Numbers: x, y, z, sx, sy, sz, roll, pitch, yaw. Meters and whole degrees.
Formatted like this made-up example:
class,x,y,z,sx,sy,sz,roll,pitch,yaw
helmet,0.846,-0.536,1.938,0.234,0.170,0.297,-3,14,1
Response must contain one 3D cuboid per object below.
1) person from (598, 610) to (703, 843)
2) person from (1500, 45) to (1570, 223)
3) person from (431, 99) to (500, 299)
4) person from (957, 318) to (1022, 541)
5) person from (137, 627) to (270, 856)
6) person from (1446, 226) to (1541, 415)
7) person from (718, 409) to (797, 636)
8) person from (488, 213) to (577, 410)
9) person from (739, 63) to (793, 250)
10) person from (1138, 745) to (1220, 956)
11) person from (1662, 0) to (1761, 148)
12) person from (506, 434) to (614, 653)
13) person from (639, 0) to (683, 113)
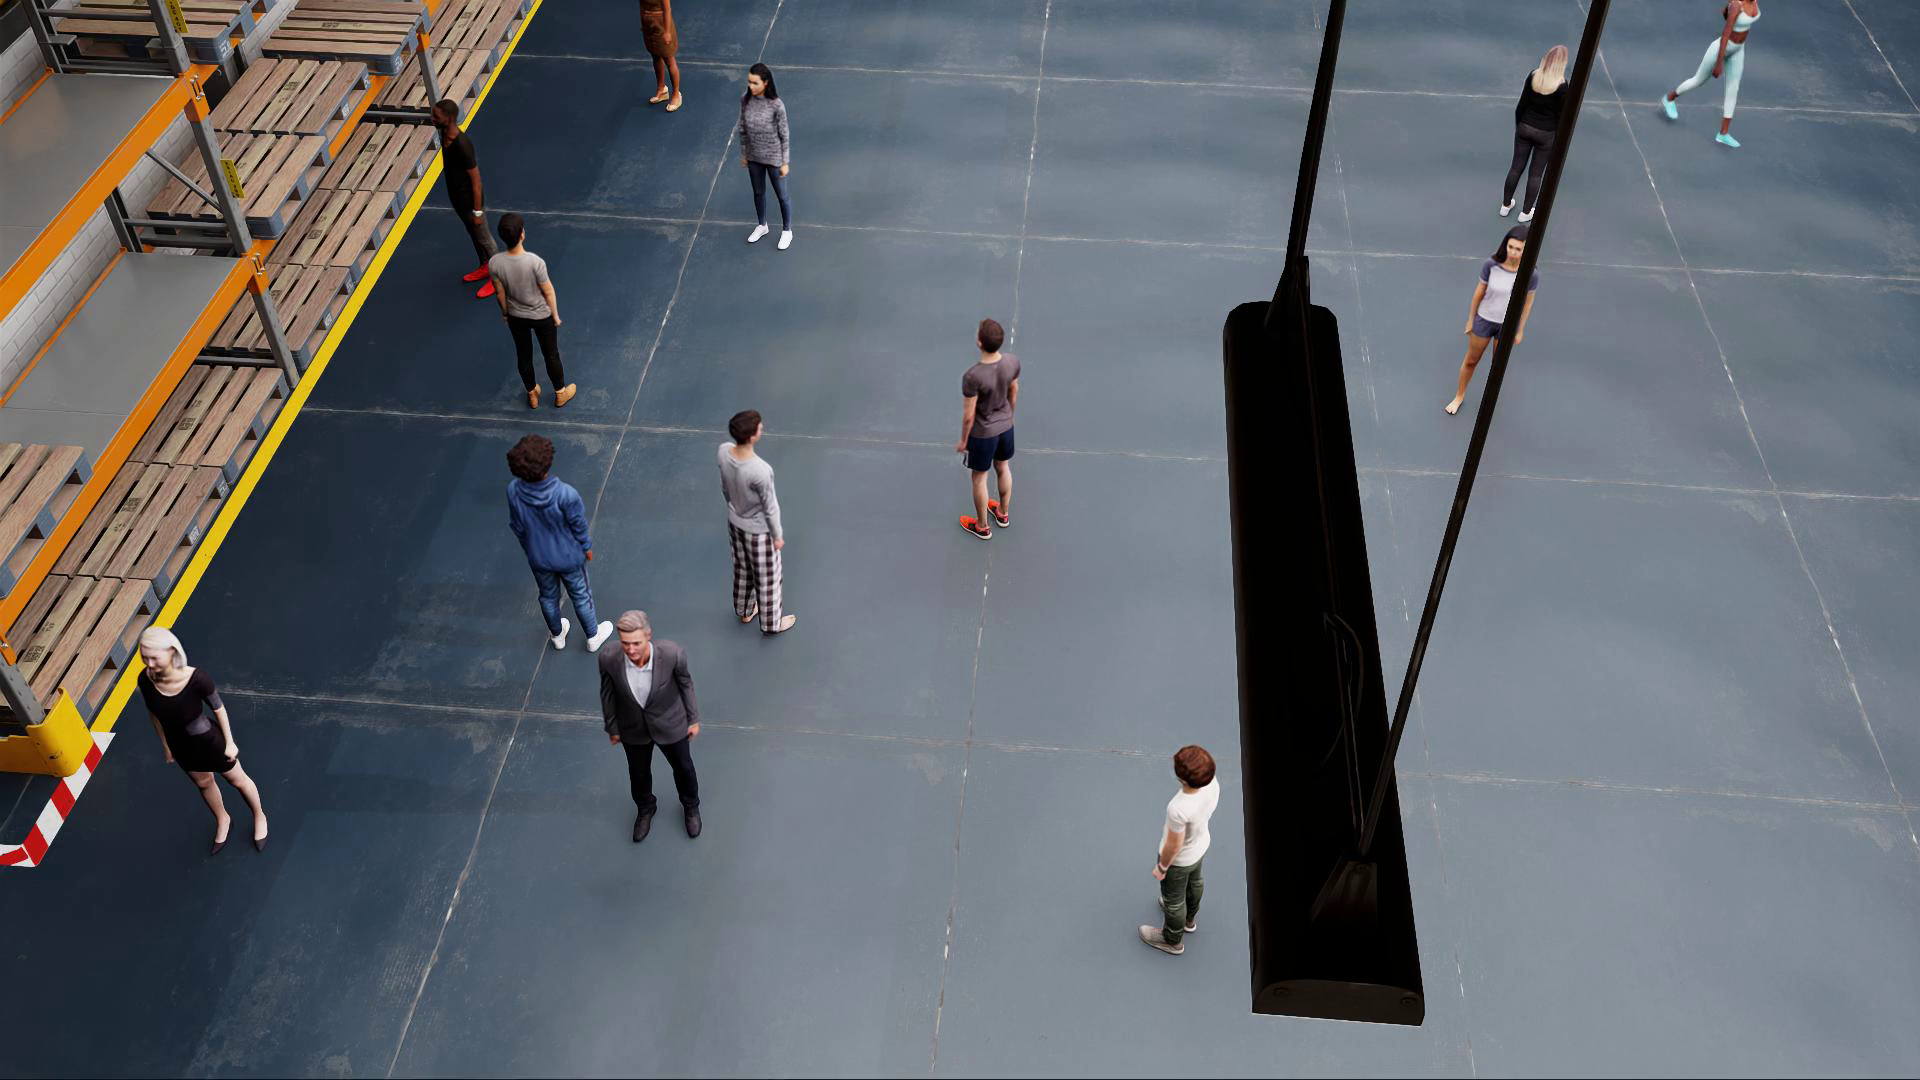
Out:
class,x,y,z,sx,sy,sz,roll,pitch,yaw
person,-1.825,1.085,9.864,0.766,1.841,0.656,-4,44,-4
person,5.179,-3.651,14.947,0.695,1.686,0.725,32,52,29
person,-4.165,-2.910,14.084,0.771,1.804,0.688,-26,50,-25
person,0.213,-0.784,11.817,0.718,1.853,0.771,-29,51,-27
person,-4.466,1.181,9.771,0.599,1.830,0.531,-2,44,-2
person,4.148,-1.676,12.840,0.642,1.733,0.597,17,46,17
person,-1.386,-0.112,11.117,0.709,1.847,0.741,31,52,29
person,-3.364,-1.777,12.955,0.605,1.721,0.514,2,44,2
person,-1.702,-3.392,14.642,0.672,1.733,0.623,16,46,16
person,1.258,1.734,9.321,0.719,1.651,0.625,28,50,26
person,7.309,-4.698,16.049,1.045,1.684,1.214,-23,48,-23
person,-2.675,0.042,10.980,0.673,1.811,0.569,5,44,6
person,-2.975,-5.060,16.424,0.641,1.690,0.685,34,53,31
